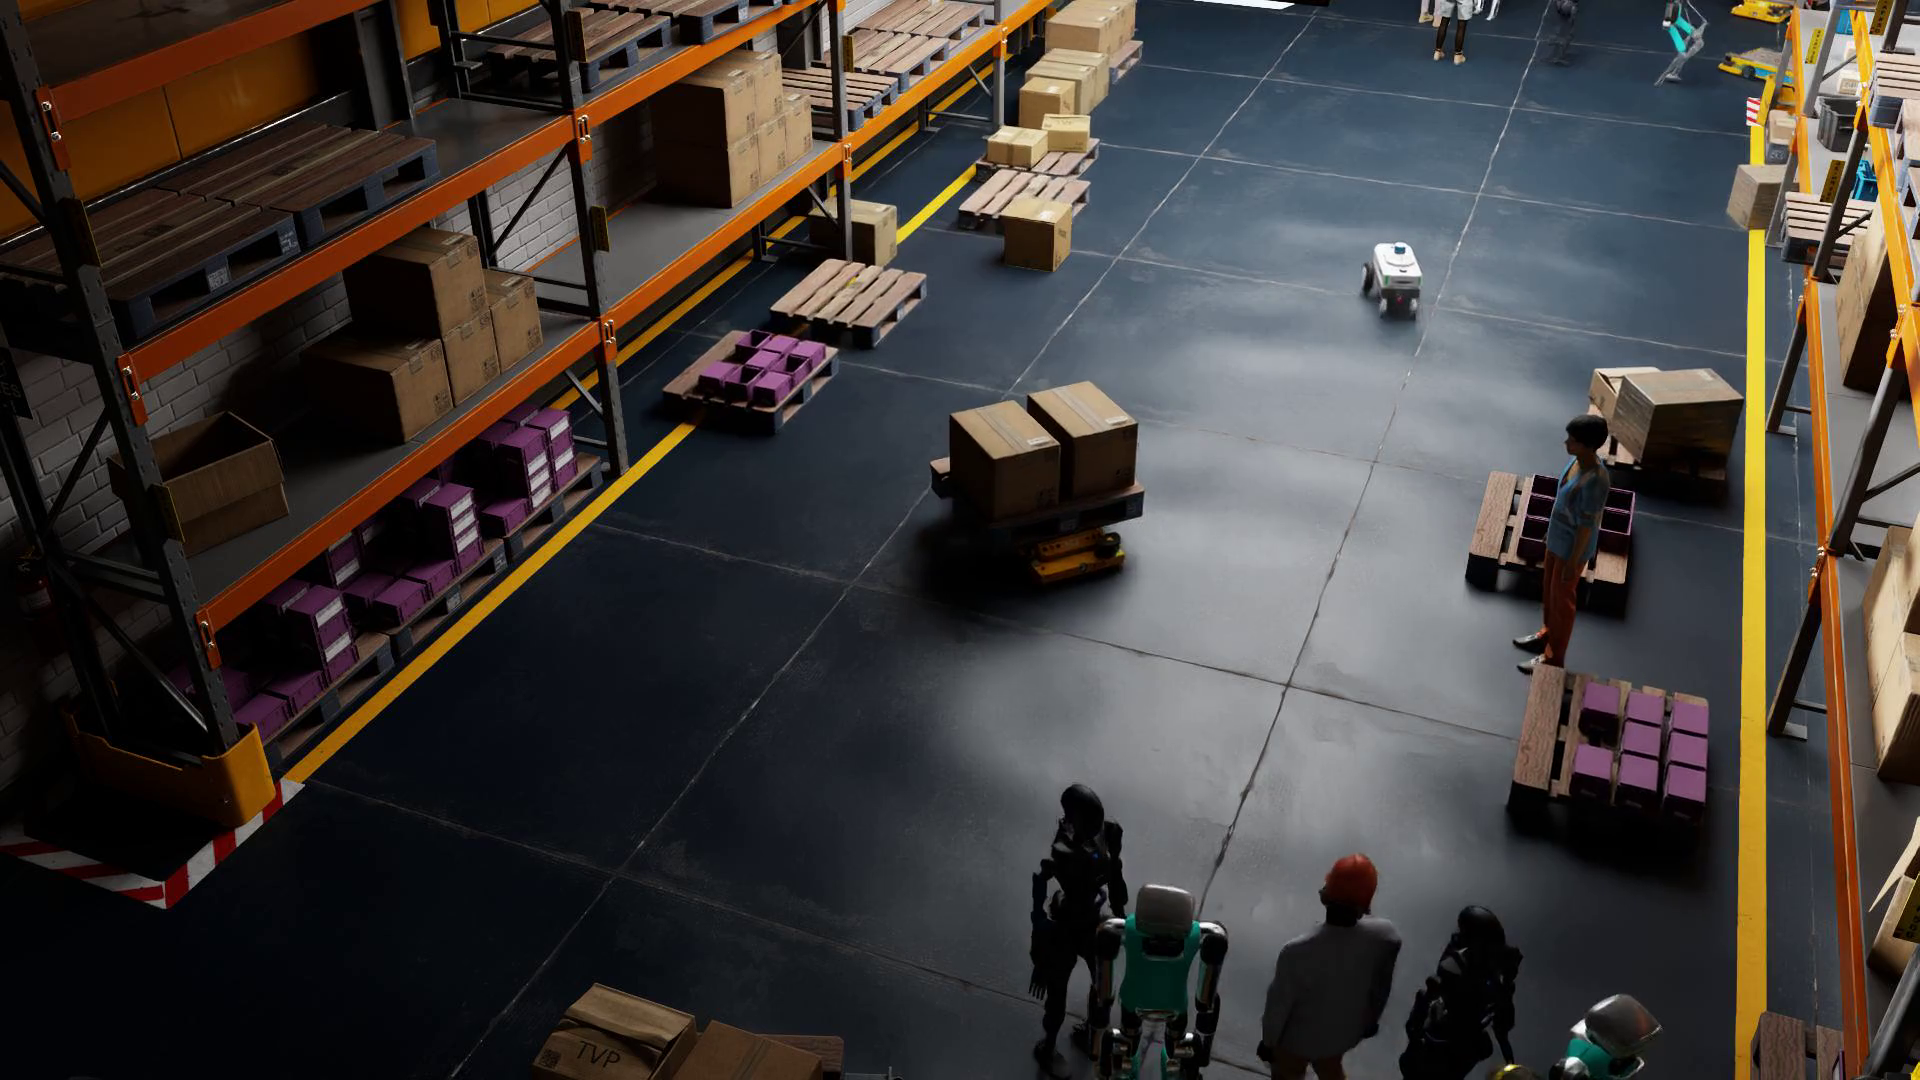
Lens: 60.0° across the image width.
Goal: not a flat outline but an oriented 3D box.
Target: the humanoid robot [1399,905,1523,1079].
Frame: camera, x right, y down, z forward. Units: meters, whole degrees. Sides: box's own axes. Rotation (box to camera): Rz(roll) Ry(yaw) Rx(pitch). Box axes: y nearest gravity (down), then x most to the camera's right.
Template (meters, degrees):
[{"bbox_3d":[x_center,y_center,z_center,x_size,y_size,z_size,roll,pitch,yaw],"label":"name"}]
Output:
[{"bbox_3d":[2.109,2.159,6.966,0.587,1.639,0.636,-16,36,-23],"label":"humanoid robot"}]

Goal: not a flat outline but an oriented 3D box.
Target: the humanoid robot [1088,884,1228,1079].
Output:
[{"bbox_3d":[0.783,2.261,6.784,0.537,1.850,0.682,2,33,2],"label":"humanoid robot"}]

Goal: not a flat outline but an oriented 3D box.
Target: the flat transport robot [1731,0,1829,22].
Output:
[{"bbox_3d":[11.415,-7.493,23.189,1.431,0.231,0.659,-27,41,-35],"label":"flat transport robot"}]

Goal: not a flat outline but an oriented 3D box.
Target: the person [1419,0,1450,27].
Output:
[{"bbox_3d":[6.485,-7.827,22.313,0.323,1.776,0.475,-19,37,-26],"label":"person"}]

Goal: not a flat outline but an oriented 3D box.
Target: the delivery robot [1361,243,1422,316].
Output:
[{"bbox_3d":[3.942,-2.408,15.027,0.499,0.565,0.745,2,33,3],"label":"delivery robot"}]

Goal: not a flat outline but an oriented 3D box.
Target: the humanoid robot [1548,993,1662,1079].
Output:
[{"bbox_3d":[2.501,2.522,6.312,0.538,1.757,0.711,-23,39,-31],"label":"humanoid robot"}]

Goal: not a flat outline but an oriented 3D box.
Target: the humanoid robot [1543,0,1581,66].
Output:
[{"bbox_3d":[7.622,-6.782,20.788,0.342,1.648,0.606,1,33,1],"label":"humanoid robot"}]

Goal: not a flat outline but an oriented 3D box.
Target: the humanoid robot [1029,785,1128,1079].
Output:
[{"bbox_3d":[0.540,1.774,7.544,0.601,1.654,0.325,-26,41,-34],"label":"humanoid robot"}]

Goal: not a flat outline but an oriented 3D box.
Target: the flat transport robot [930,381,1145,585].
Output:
[{"bbox_3d":[0.539,-0.181,11.873,0.659,0.231,1.431,-14,36,-21],"label":"flat transport robot"}]

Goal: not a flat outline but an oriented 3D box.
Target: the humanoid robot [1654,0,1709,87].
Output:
[{"bbox_3d":[8.754,-6.331,20.056,0.789,1.783,0.532,16,36,23],"label":"humanoid robot"}]

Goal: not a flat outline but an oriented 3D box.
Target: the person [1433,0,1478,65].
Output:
[{"bbox_3d":[6.262,-6.841,20.867,0.533,1.692,0.320,22,39,31],"label":"person"}]

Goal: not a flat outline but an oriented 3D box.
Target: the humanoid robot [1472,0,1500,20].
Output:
[{"bbox_3d":[7.291,-8.004,22.606,0.542,1.769,0.676,26,41,34],"label":"humanoid robot"}]

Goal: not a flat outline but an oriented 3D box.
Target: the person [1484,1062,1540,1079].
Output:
[{"bbox_3d":[1.863,2.623,6.093,0.798,1.834,0.625,22,39,30],"label":"person"}]

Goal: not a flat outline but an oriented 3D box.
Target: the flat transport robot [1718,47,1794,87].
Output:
[{"bbox_3d":[10.217,-5.788,20.550,0.659,0.231,1.431,-22,39,-30],"label":"flat transport robot"}]

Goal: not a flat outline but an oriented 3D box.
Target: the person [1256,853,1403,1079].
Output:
[{"bbox_3d":[1.559,2.067,7.042,0.585,1.729,0.538,-11,35,-17],"label":"person"}]

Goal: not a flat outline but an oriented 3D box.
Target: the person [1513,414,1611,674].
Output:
[{"bbox_3d":[3.708,0.022,10.188,0.338,1.759,0.492,2,33,4],"label":"person"}]
